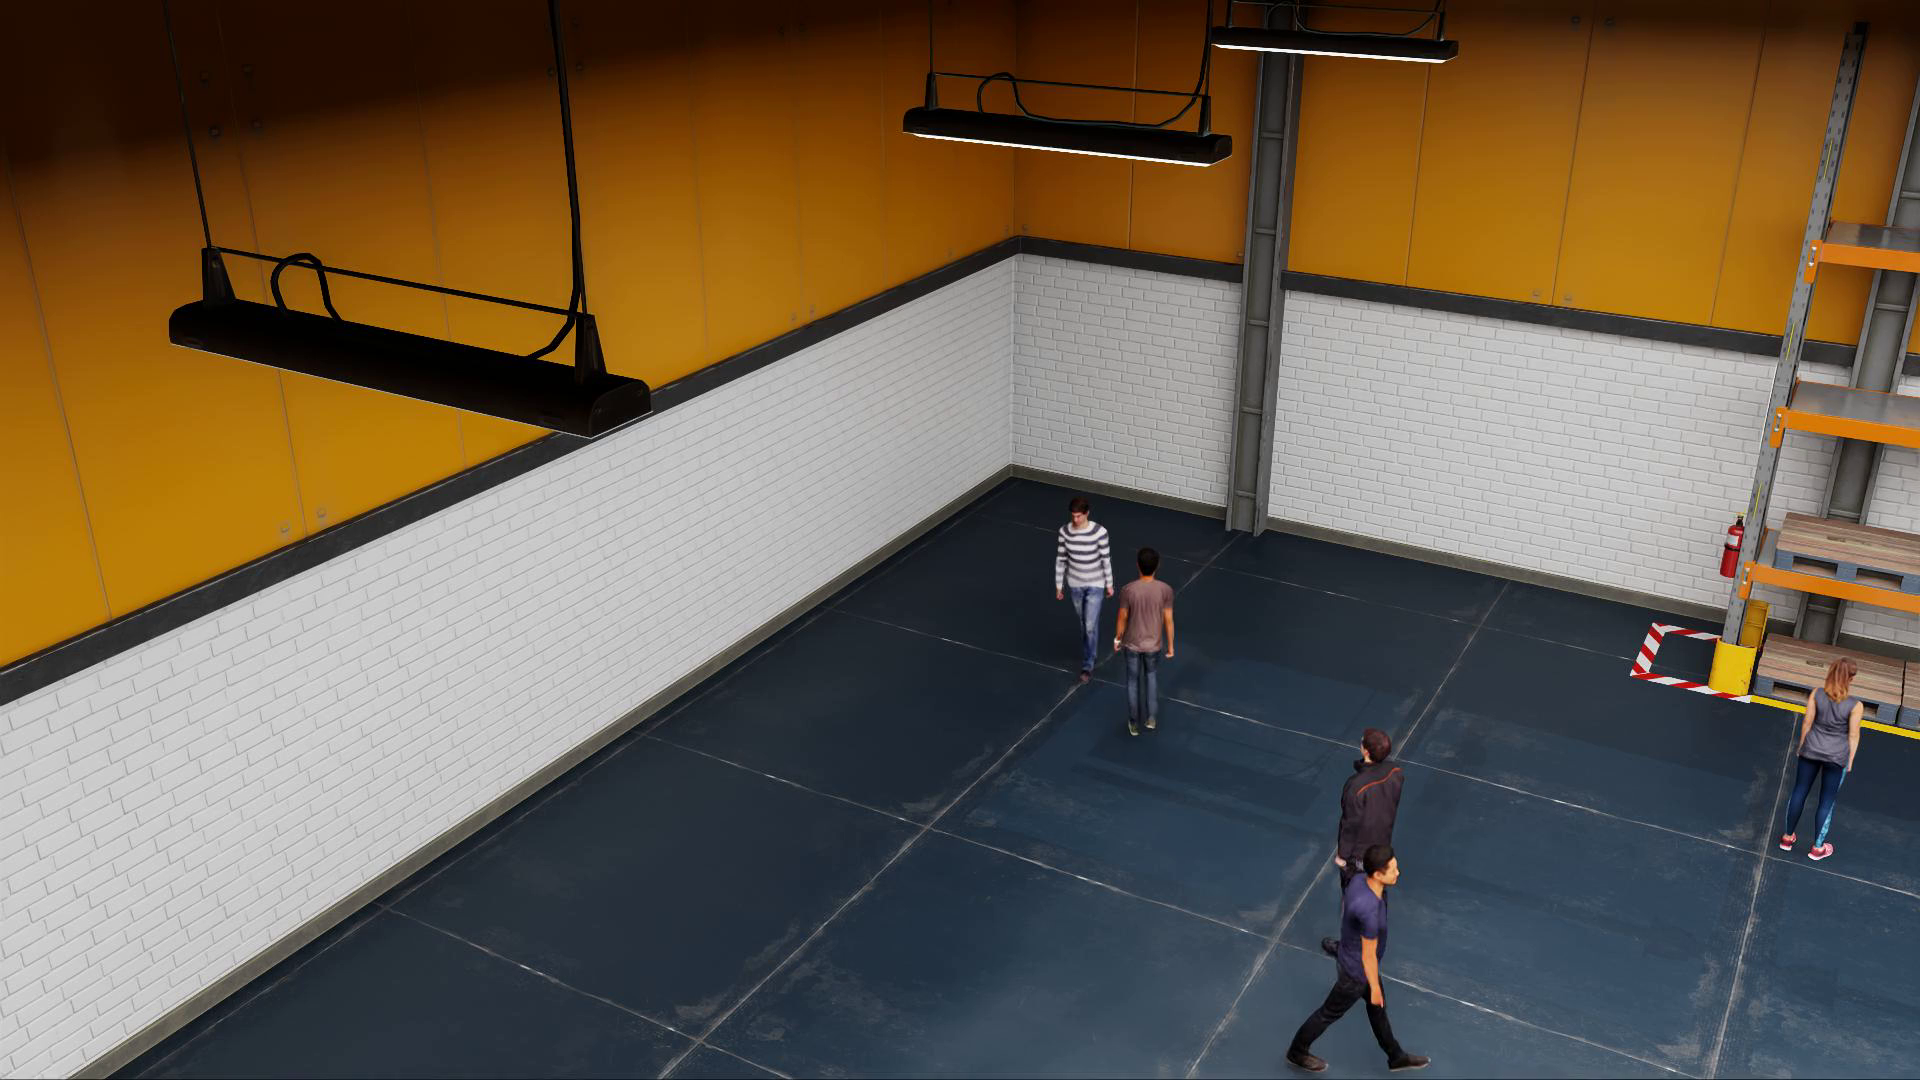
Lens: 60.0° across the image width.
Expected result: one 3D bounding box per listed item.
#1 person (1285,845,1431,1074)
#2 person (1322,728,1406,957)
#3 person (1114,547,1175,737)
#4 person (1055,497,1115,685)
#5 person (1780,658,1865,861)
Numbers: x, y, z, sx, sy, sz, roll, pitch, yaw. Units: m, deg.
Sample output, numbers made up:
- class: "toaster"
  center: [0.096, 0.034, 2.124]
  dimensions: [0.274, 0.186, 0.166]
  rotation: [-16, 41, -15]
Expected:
- class: "person"
  center: [2.461, 2.723, 10.655]
  dimensions: [1.239, 1.738, 0.915]
  rotation: [5, 24, 12]
- class: "person"
  center: [2.891, 2.160, 11.819]
  dimensions: [0.793, 1.838, 0.737]
  rotation: [-16, 28, -33]
- class: "person"
  center: [1.631, 0.954, 14.671]
  dimensions: [0.771, 1.763, 0.860]
  rotation: [-2, 24, -5]
- class: "person"
  center: [1.239, 0.395, 15.896]
  dimensions: [0.906, 1.806, 0.769]
  rotation: [11, 26, 24]
- class: "person"
  center: [6.766, 1.695, 13.024]
  dimensions: [0.528, 1.724, 0.660]
  rotation: [20, 30, 38]
